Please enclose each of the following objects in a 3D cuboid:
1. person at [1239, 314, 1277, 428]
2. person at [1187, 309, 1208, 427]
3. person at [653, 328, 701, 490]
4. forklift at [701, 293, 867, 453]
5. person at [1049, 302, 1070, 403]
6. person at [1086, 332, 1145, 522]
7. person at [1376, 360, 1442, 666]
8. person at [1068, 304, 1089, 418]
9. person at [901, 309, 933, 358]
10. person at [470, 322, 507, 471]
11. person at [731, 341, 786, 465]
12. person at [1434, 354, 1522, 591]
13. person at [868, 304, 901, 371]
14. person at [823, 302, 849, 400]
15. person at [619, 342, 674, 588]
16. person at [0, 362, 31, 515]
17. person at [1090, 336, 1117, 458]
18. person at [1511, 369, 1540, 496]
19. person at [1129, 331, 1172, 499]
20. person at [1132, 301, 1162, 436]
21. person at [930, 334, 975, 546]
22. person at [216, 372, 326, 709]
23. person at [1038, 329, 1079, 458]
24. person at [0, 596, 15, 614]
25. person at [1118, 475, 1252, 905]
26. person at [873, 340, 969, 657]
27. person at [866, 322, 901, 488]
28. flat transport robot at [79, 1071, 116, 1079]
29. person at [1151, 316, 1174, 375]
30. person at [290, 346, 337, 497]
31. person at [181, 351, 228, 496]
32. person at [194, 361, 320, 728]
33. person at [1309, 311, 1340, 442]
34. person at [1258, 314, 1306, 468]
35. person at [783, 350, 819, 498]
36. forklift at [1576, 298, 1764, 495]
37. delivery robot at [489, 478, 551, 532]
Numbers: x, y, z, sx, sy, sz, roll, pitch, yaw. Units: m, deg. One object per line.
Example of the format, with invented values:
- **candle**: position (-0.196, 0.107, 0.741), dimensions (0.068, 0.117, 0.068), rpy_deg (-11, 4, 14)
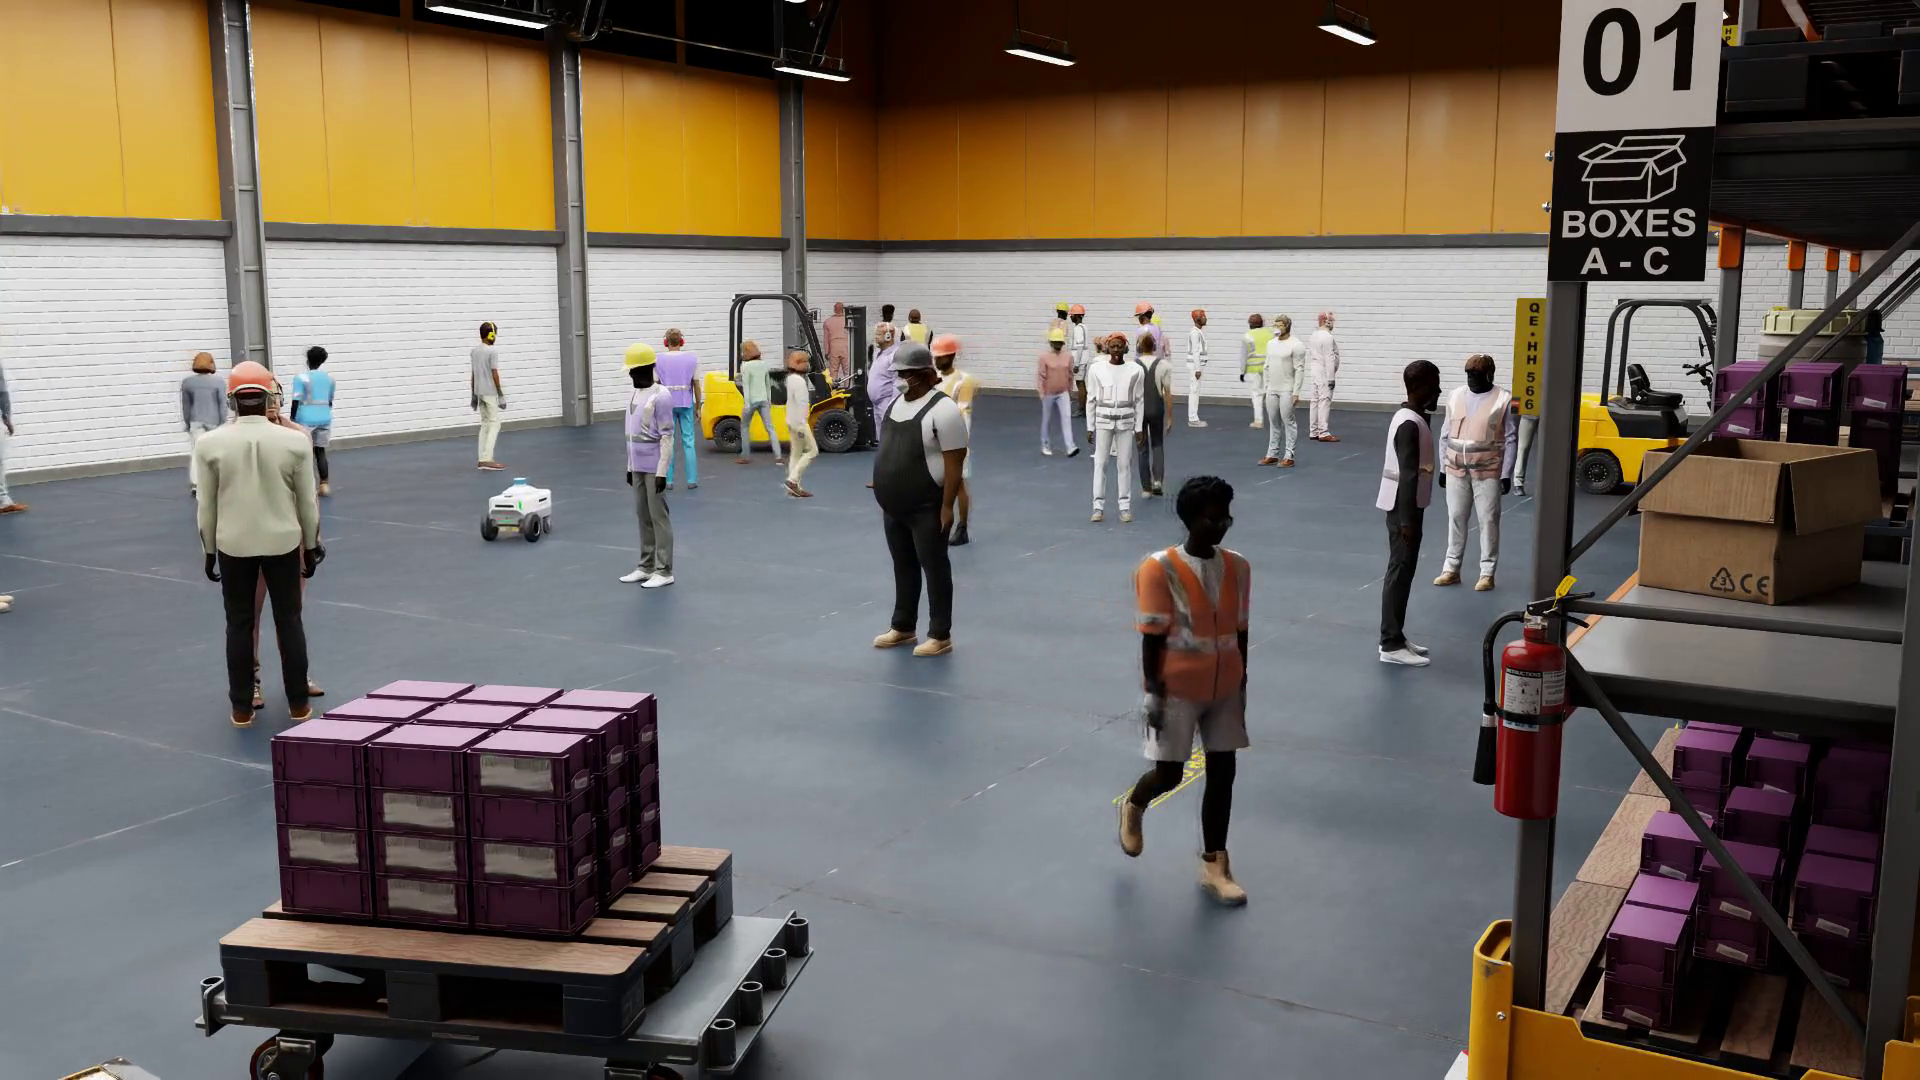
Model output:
- **person**: position (4.760, -2.684, 26.491), dimensions (0.669, 1.817, 0.483), rpy_deg (-2, 9, -12)
- **person**: position (3.821, -2.760, 26.737), dimensions (0.356, 1.884, 0.574), rpy_deg (1, 9, 8)
- **person**: position (-3.217, -1.481, 18.872), dimensions (0.567, 1.846, 0.389), rpy_deg (-2, 9, -14)
- **forklift**: position (-2.458, -2.344, 23.176), dimensions (2.313, 2.155, 1.214), rpy_deg (0, 9, -2)
- **person**: position (1.920, -3.571, 31.668), dimensions (0.386, 1.922, 0.593), rpy_deg (-4, 10, -25)
- **person**: position (1.535, -1.117, 16.482), dimensions (0.573, 1.883, 0.354), rpy_deg (0, 9, 2)
- **person**: position (2.825, -0.180, 10.529), dimensions (0.372, 1.916, 0.597), rpy_deg (2, 9, 15)
- **person**: position (2.014, -3.054, 28.399), dimensions (0.370, 1.939, 0.543), rpy_deg (2, 9, 13)
- **person**: position (-0.781, -3.100, 28.996), dimensions (0.634, 1.839, 0.429), rpy_deg (-3, 10, -20)
- **person**: position (-5.929, -1.785, 20.755), dimensions (0.681, 1.850, 0.515), rpy_deg (8, 12, 39)
- **person**: position (-2.570, -1.752, 21.364), dimensions (0.603, 1.594, 0.559), rpy_deg (7, 12, 38)
- **person**: position (4.011, -0.527, 12.951), dimensions (0.621, 1.838, 0.429), rpy_deg (8, 12, 40)
- **person**: position (-1.320, -3.085, 28.586), dimensions (0.646, 1.941, 0.622), rpy_deg (4, 10, 21)
- **person**: position (-2.332, -3.673, 32.366), dimensions (0.642, 1.909, 0.410), rpy_deg (0, 9, -1)
- **person**: position (-2.456, -0.587, 13.050), dimensions (0.371, 1.923, 0.586), rpy_deg (-7, 12, -39)
- **person**: position (-9.762, -1.142, 16.619), dimensions (0.433, 1.892, 0.795), rpy_deg (7, 11, 37)
- **person**: position (1.917, -1.898, 22.165), dimensions (0.322, 1.631, 0.514), rpy_deg (8, 12, 40)
- **person**: position (6.365, -1.387, 18.354), dimensions (0.591, 1.823, 0.403), rpy_deg (1, 9, 7)
- **person**: position (2.045, -1.355, 18.148), dimensions (0.506, 1.824, 0.411), rpy_deg (0, 9, 2)
- **person**: position (2.797, -2.585, 25.180), dimensions (0.392, 2.033, 0.605), rpy_deg (6, 11, 32)
- **person**: position (-0.171, -0.870, 14.833), dimensions (0.564, 1.908, 0.787), rpy_deg (8, 12, 39)
- **person**: position (-3.935, -0.010, 9.500), dimensions (0.407, 1.910, 0.639), rpy_deg (8, 12, 40)
- **person**: position (1.307, -1.953, 22.232), dimensions (0.533, 1.710, 0.931), rpy_deg (-2, 9, -14)
- **person**: position (-7.132, -0.487, 12.051), dimensions (0.392, 2.045, 0.608), rpy_deg (-3, 10, -19)
- **person**: position (0.903, 0.565, 6.576), dimensions (0.540, 1.683, 0.598), rpy_deg (-4, 10, -25)
- **person**: position (-0.309, -0.272, 10.716), dimensions (0.536, 2.000, 0.688), rpy_deg (-8, 12, -42)
- **person**: position (-0.847, -1.502, 18.808), dimensions (0.406, 1.911, 0.638), rpy_deg (-4, 10, -22)
- **flat transport robot**: position (-2.141, 1.662, 4.156), dimensions (1.431, 0.197, 0.652), rpy_deg (7, 12, 38)
- **person**: position (3.346, -2.898, 28.053), dimensions (0.533, 1.743, 0.775), rpy_deg (-4, 10, -22)
- **person**: position (-7.105, -1.286, 18.263), dimensions (0.348, 1.665, 0.624), rpy_deg (5, 11, 31)
- **person**: position (-8.404, -1.298, 18.507), dimensions (0.510, 1.597, 0.832), rpy_deg (-1, 9, -6)
- **person**: position (-3.808, 0.025, 9.057), dimensions (0.608, 1.987, 0.408), rpy_deg (-4, 10, -25)
- **person**: position (5.349, -2.395, 24.372), dimensions (0.410, 1.913, 0.642), rpy_deg (-2, 9, -12)
- **person**: position (4.083, -1.883, 21.091), dimensions (0.370, 1.941, 0.627), rpy_deg (-7, 11, -36)
- **person**: position (-1.724, -1.252, 18.113), dimensions (0.343, 1.617, 0.524), rpy_deg (-3, 10, -19)
- **forklift**: position (7.954, -1.589, 18.462), dimensions (2.313, 2.155, 1.214), rpy_deg (5, 11, 30)
- **delivery robot**: position (-4.076, -0.332, 15.427), dimensions (0.477, 0.478, 0.707), rpy_deg (1, 9, 9)
